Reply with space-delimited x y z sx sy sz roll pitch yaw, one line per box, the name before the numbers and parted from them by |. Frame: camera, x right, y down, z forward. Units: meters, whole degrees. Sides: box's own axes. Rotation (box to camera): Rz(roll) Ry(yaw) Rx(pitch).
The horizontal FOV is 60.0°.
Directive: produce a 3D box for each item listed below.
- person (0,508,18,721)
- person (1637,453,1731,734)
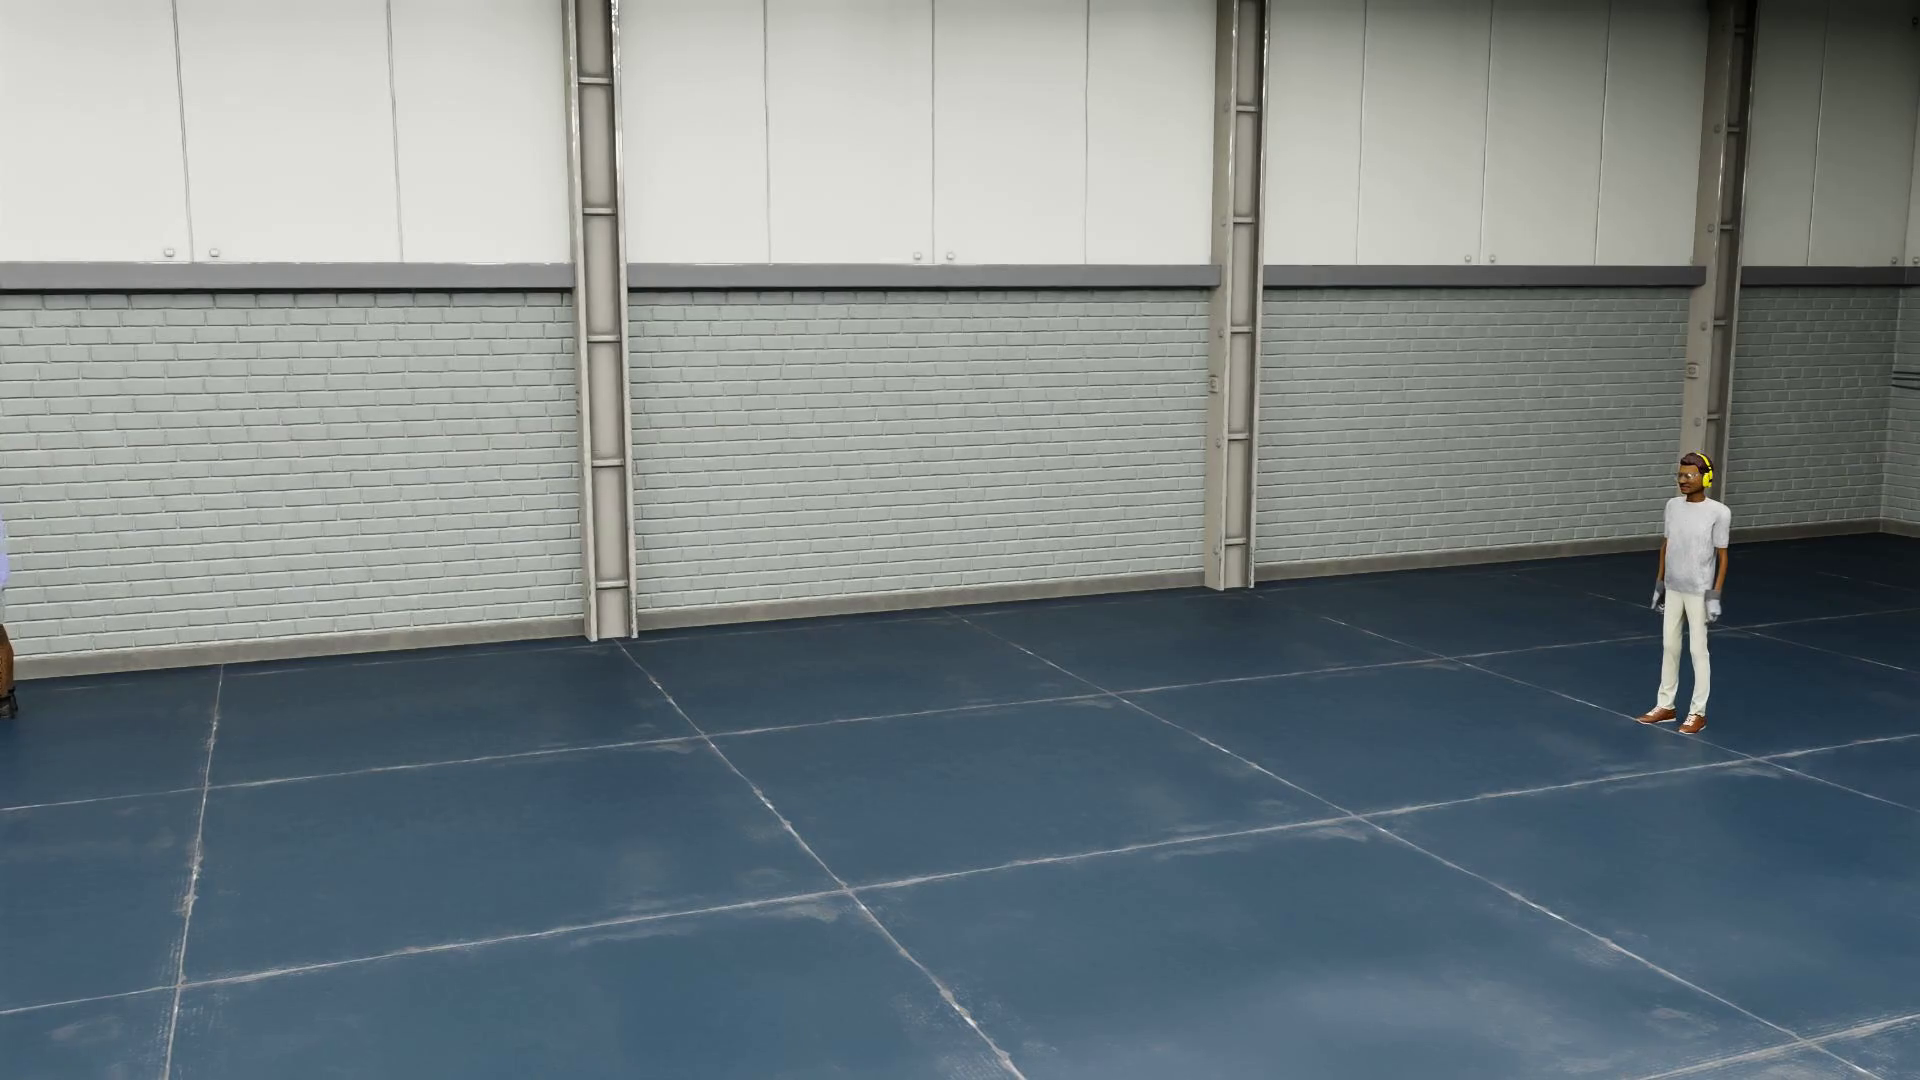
person | -6.664 0.280 11.281 0.378 1.938 0.547 -3 10 -19
person | 4.833 0.348 11.066 0.329 1.872 0.509 -5 11 -30
